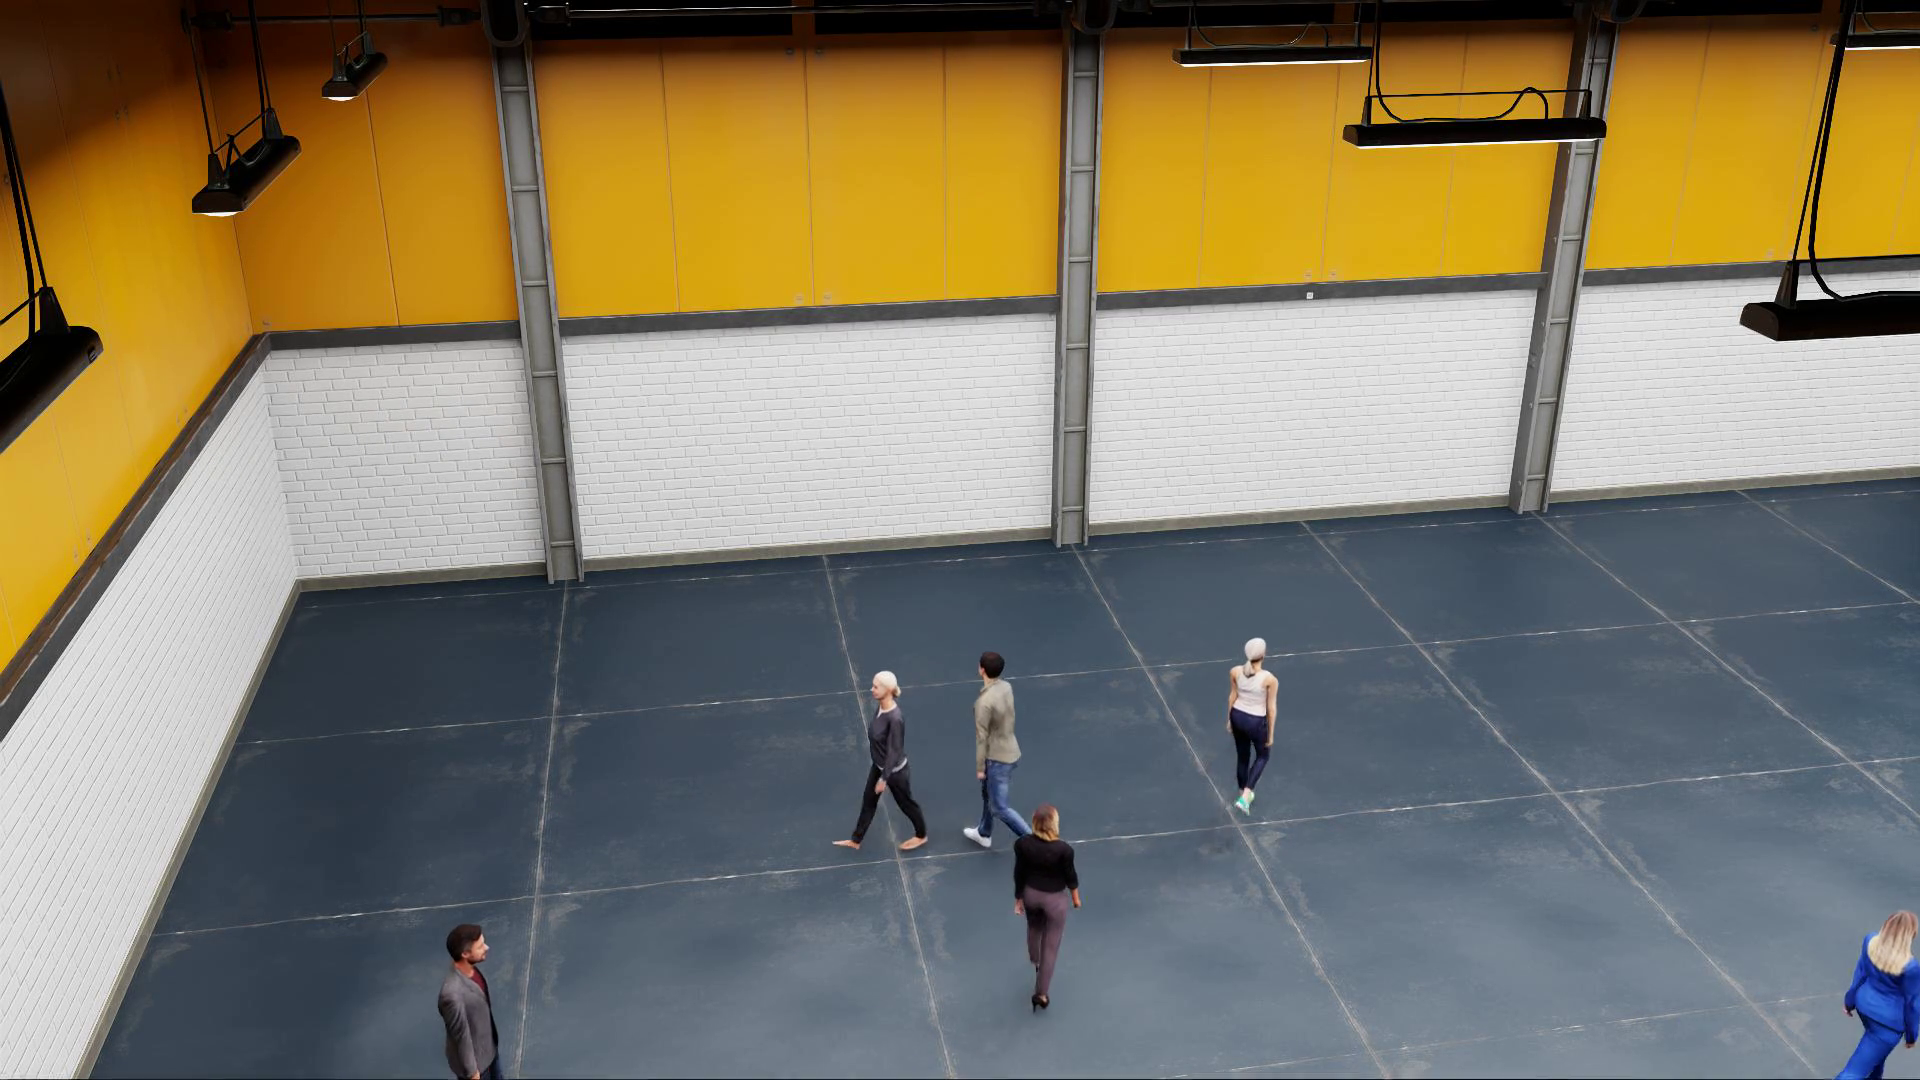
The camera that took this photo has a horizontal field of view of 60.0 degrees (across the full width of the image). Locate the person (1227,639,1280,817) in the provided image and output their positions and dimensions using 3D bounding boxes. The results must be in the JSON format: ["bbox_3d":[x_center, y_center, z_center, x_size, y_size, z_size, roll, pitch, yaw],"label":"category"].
[{"bbox_3d":[2.478,1.658,14.404,0.897,1.690,0.936,13,27,27],"label":"person"}]

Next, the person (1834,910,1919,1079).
[{"bbox_3d":[5.969,3.188,10.936,1.152,1.663,0.718,-7,25,-16],"label":"person"}]

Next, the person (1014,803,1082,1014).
[{"bbox_3d":[0.581,2.703,12.057,0.828,1.653,0.865,11,26,23],"label":"person"}]

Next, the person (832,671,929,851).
[{"bbox_3d":[-0.502,1.874,13.910,1.108,1.689,0.781,-10,25,-21],"label":"person"}]

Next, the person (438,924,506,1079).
[{"bbox_3d":[-3.171,3.259,10.539,0.958,1.851,0.726,-2,24,-5],"label":"person"}]

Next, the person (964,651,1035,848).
[{"bbox_3d":[0.405,1.848,13.805,1.257,1.821,1.132,9,25,19],"label":"person"}]
